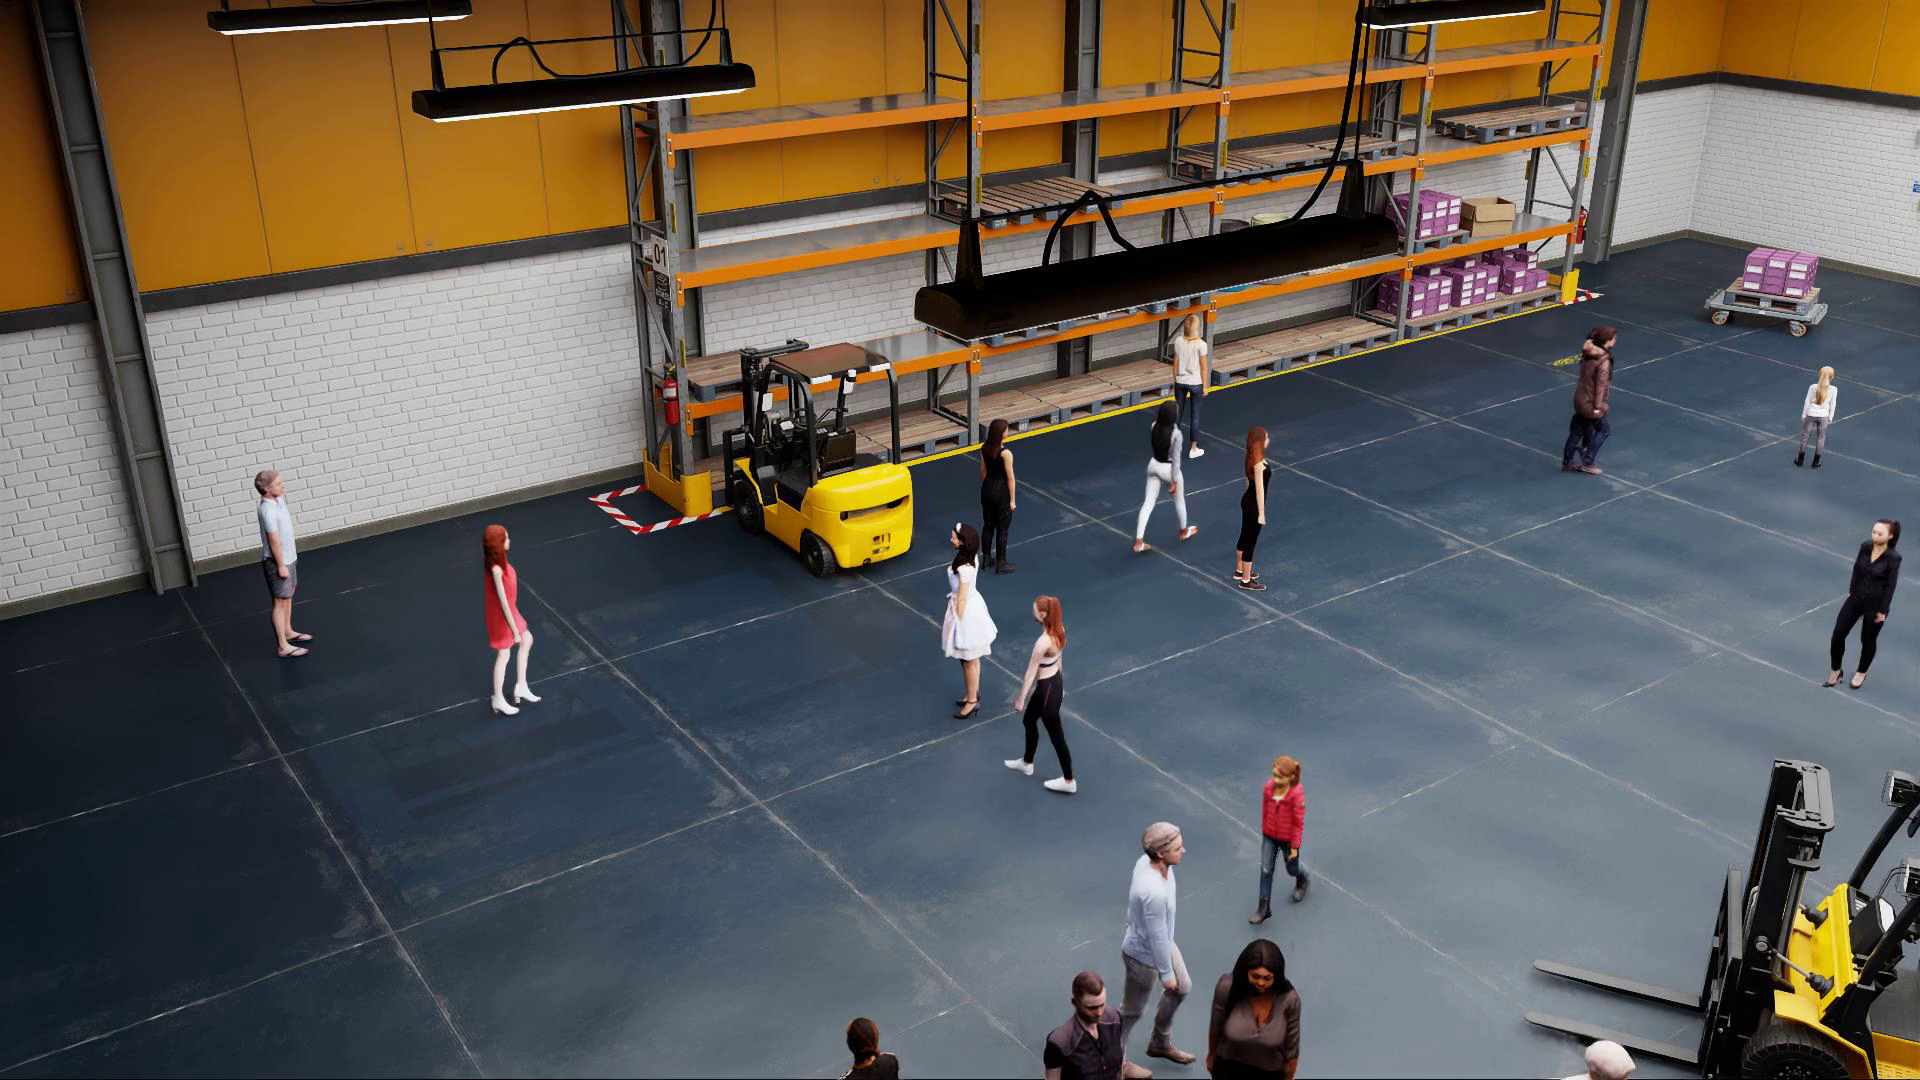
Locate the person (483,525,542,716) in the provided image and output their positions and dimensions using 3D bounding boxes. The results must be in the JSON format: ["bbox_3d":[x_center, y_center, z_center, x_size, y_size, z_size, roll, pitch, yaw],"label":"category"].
[{"bbox_3d":[-4.086,0.719,14.548,0.772,1.810,0.735,-5,24,-11],"label":"person"}]

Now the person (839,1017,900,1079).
[{"bbox_3d":[-0.429,3.297,8.857,0.832,1.645,0.651,-13,27,-28],"label":"person"}]

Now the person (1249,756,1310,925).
[{"bbox_3d":[2.363,2.124,11.981,0.675,1.292,0.940,17,29,33],"label":"person"}]

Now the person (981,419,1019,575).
[{"bbox_3d":[0.386,-0.466,17.411,0.628,1.687,0.593,21,31,40],"label":"person"}]

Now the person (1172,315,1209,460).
[{"bbox_3d":[2.828,-1.907,20.556,0.669,1.809,0.637,13,27,28],"label":"person"}]

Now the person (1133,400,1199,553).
[{"bbox_3d":[2.127,-0.656,17.856,1.199,1.680,0.731,-21,31,-39],"label":"person"}]

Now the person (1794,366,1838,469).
[{"bbox_3d":[10.467,-1.509,20.307,0.577,1.279,0.615,10,26,22],"label":"person"}]

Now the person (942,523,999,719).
[{"bbox_3d":[0.056,0.701,14.585,0.914,1.812,0.860,2,24,4],"label":"person"}]

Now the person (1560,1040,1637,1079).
[{"bbox_3d":[3.173,3.281,8.785,0.773,1.731,0.871,-2,24,-5],"label":"person"}]

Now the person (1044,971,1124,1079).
[{"bbox_3d":[0.681,3.090,9.087,0.511,1.838,0.718,-16,28,-32],"label":"person"}]

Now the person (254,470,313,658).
[{"bbox_3d":[-6.444,0.196,15.719,0.696,1.830,0.714,-4,24,-9],"label":"person"}]

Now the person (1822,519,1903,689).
[{"bbox_3d":[8.237,0.585,14.998,0.683,1.695,0.633,-13,27,-27],"label":"person"}]

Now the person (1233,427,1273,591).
[{"bbox_3d":[3.005,-0.344,17.086,0.666,1.726,0.653,-1,24,-3],"label":"person"}]

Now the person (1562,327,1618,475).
[{"bbox_3d":[7.500,-1.660,19.971,0.887,1.825,0.882,-2,24,-5],"label":"person"}]

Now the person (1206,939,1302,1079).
[{"bbox_3d":[1.650,2.968,9.444,1.173,1.777,1.193,3,24,7],"label":"person"}]

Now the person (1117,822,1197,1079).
[{"bbox_3d":[1.081,2.545,10.294,0.921,1.872,0.875,8,25,18],"label":"person"}]

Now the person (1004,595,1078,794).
[{"bbox_3d":[0.803,1.273,13.393,0.953,1.720,0.948,8,25,17],"label":"person"}]

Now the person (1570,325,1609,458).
[{"bbox_3d":[7.798,-1.853,20.623,0.657,1.657,0.667,-6,24,-13],"label":"person"}]
